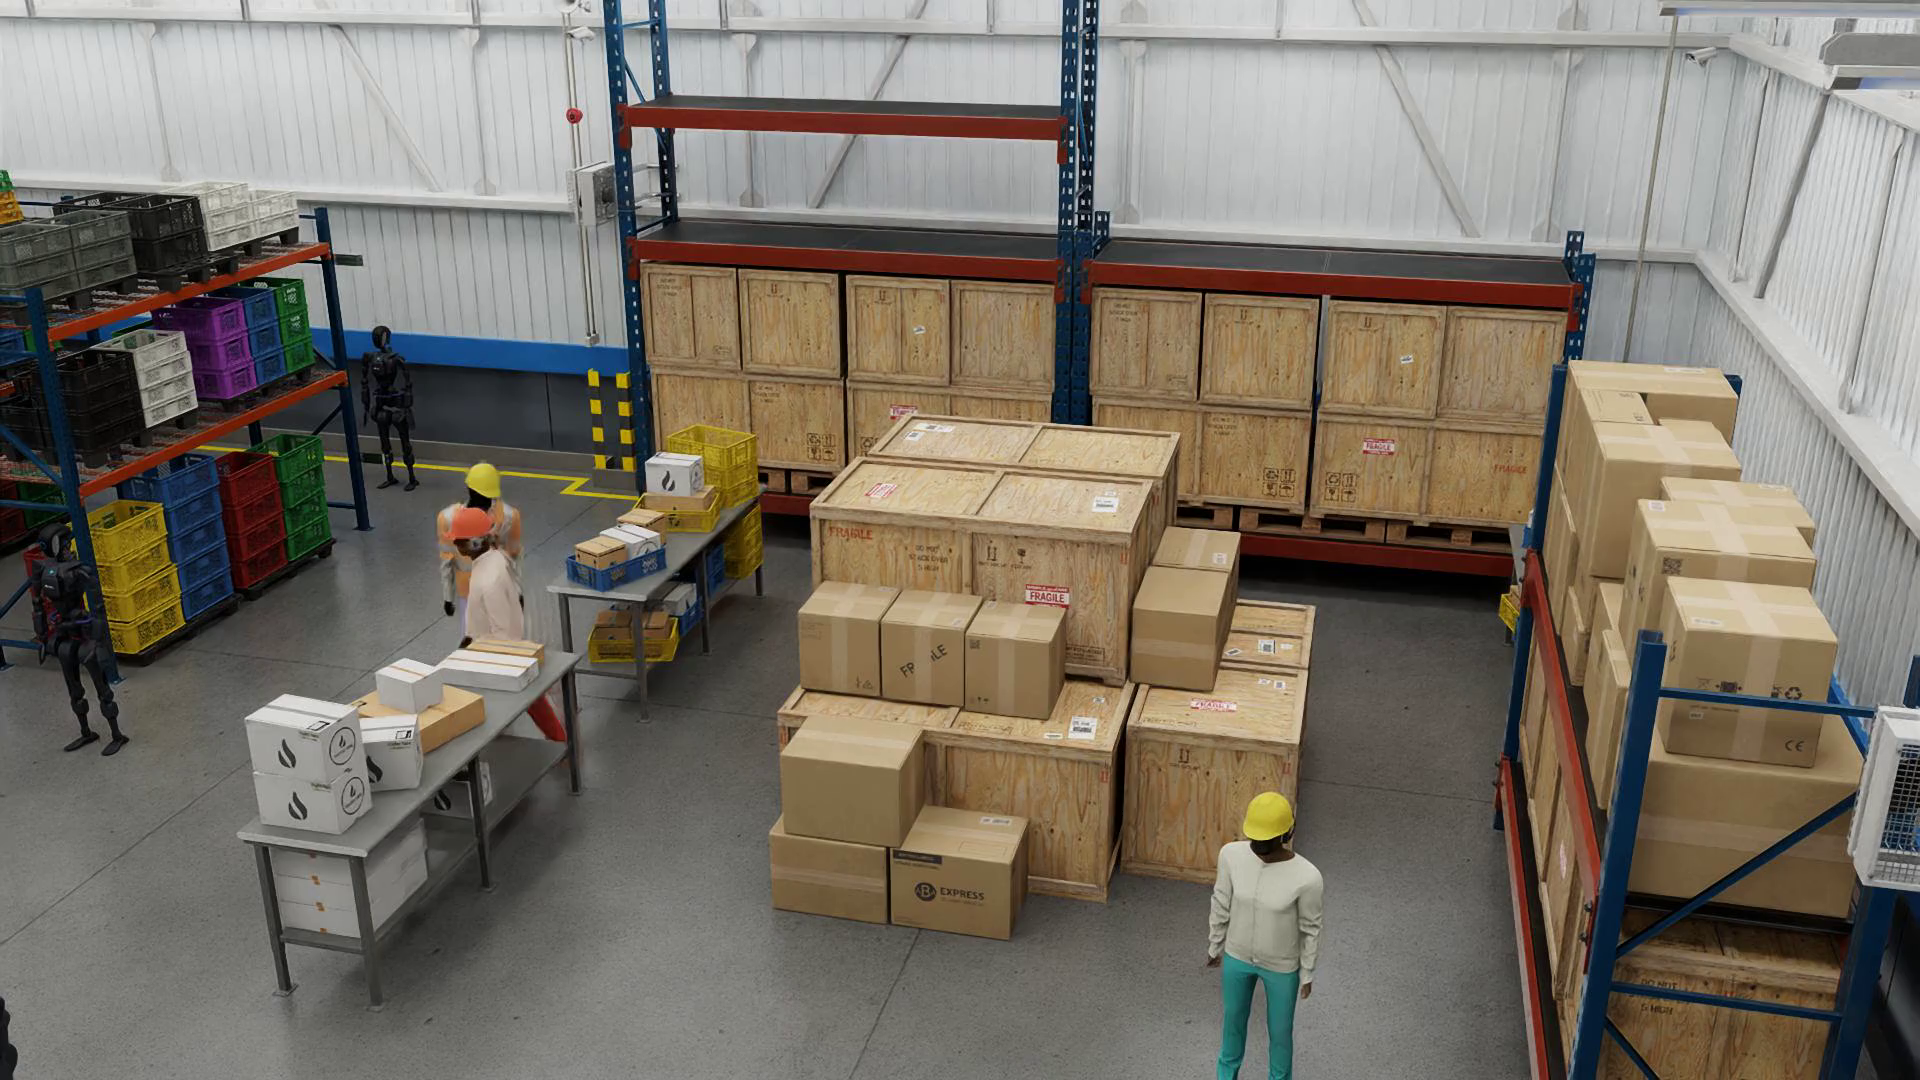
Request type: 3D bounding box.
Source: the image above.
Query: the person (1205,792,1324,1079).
[{"bbox_3d":[1.408,1.968,7.798,0.534,1.767,0.314,12,24,28],"label":"person"}]

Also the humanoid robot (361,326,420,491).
[{"bbox_3d":[-5.648,-1.303,16.464,0.589,1.657,0.327,5,21,13],"label":"humanoid robot"}]

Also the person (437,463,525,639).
[{"bbox_3d":[-3.416,0.314,11.964,0.592,1.889,0.692,-5,21,-12],"label":"person"}]

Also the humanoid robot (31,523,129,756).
[{"bbox_3d":[-6.006,0.675,11.288,0.589,1.657,0.327,5,21,13],"label":"humanoid robot"}]

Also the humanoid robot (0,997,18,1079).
[{"bbox_3d":[-4.369,2.211,7.265,0.589,1.660,0.327,5,21,13],"label":"humanoid robot"}]

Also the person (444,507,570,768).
[{"bbox_3d":[-3.096,0.697,10.894,1.061,1.928,0.618,-5,21,-13],"label":"person"}]
